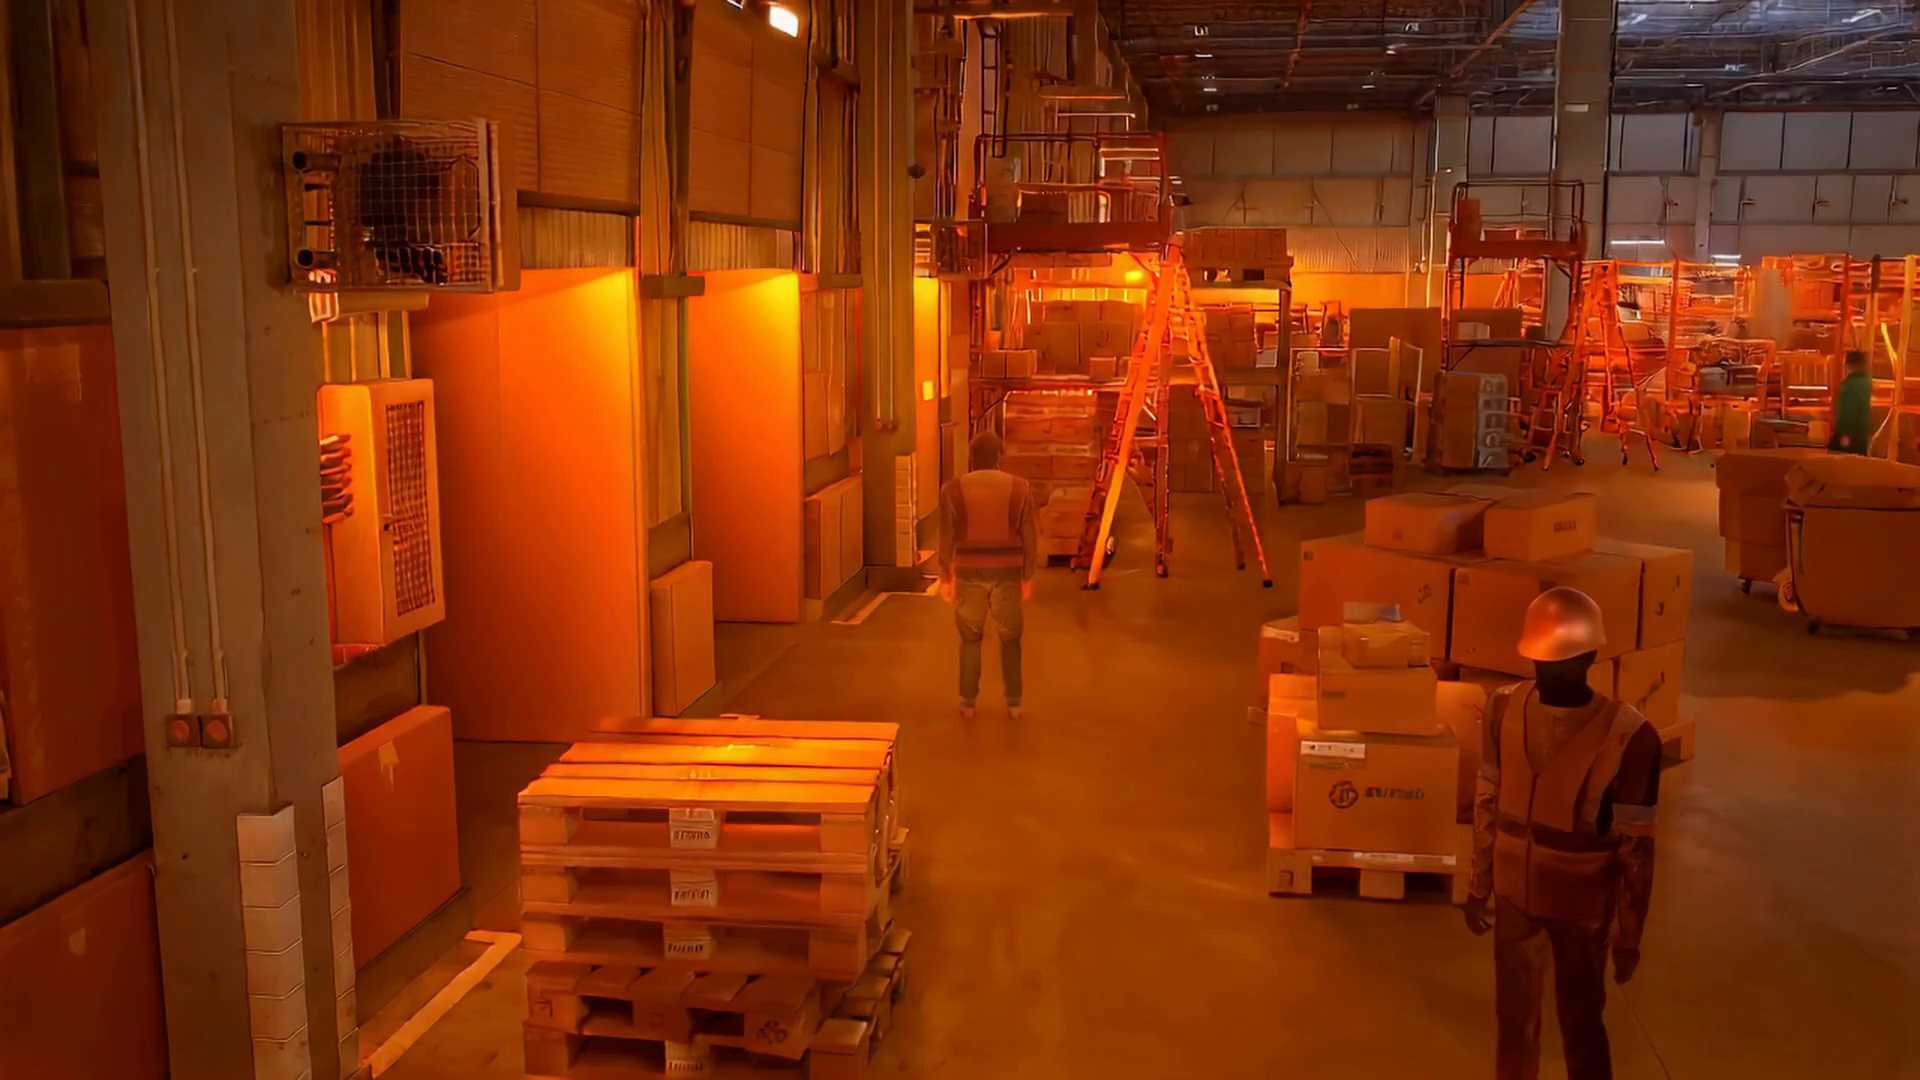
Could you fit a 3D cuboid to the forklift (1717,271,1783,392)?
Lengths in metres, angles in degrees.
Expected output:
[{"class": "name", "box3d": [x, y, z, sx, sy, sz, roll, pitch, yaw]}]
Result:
[{"class": "forklift", "box3d": [18.658, -4.833, 38.573, 1.873, 2.768, 1.129, 1, 9, 8]}]

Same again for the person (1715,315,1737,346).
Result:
[{"class": "person", "box3d": [20.684, -5.250, 44.927, 0.545, 1.647, 0.894, 3, 10, 16]}]

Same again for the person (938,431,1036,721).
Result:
[{"class": "person", "box3d": [0.171, 0.234, 10.520, 0.619, 1.845, 0.430, 0, 9, -2]}]

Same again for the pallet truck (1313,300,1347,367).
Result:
[{"class": "pallet truck", "box3d": [11.159, -6.200, 49.718, 0.823, 1.965, 1.885, 4, 10, 26]}]

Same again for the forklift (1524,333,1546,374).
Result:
[{"class": "forklift", "box3d": [16.414, -5.876, 45.008, 1.873, 2.768, 1.129, 7, 12, 37]}]

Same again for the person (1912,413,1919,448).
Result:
[{"class": "person", "box3d": [15.541, -2.337, 26.703, 0.320, 1.736, 0.485, 5, 10, 27]}]

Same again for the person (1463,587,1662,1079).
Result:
[{"class": "person", "box3d": [1.803, 1.082, 5.065, 0.391, 1.918, 0.587, -7, 12, -37]}]

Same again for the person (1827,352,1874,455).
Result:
[{"class": "person", "box3d": [10.678, -1.295, 19.833, 0.651, 1.894, 0.958, -7, 11, -36]}]
